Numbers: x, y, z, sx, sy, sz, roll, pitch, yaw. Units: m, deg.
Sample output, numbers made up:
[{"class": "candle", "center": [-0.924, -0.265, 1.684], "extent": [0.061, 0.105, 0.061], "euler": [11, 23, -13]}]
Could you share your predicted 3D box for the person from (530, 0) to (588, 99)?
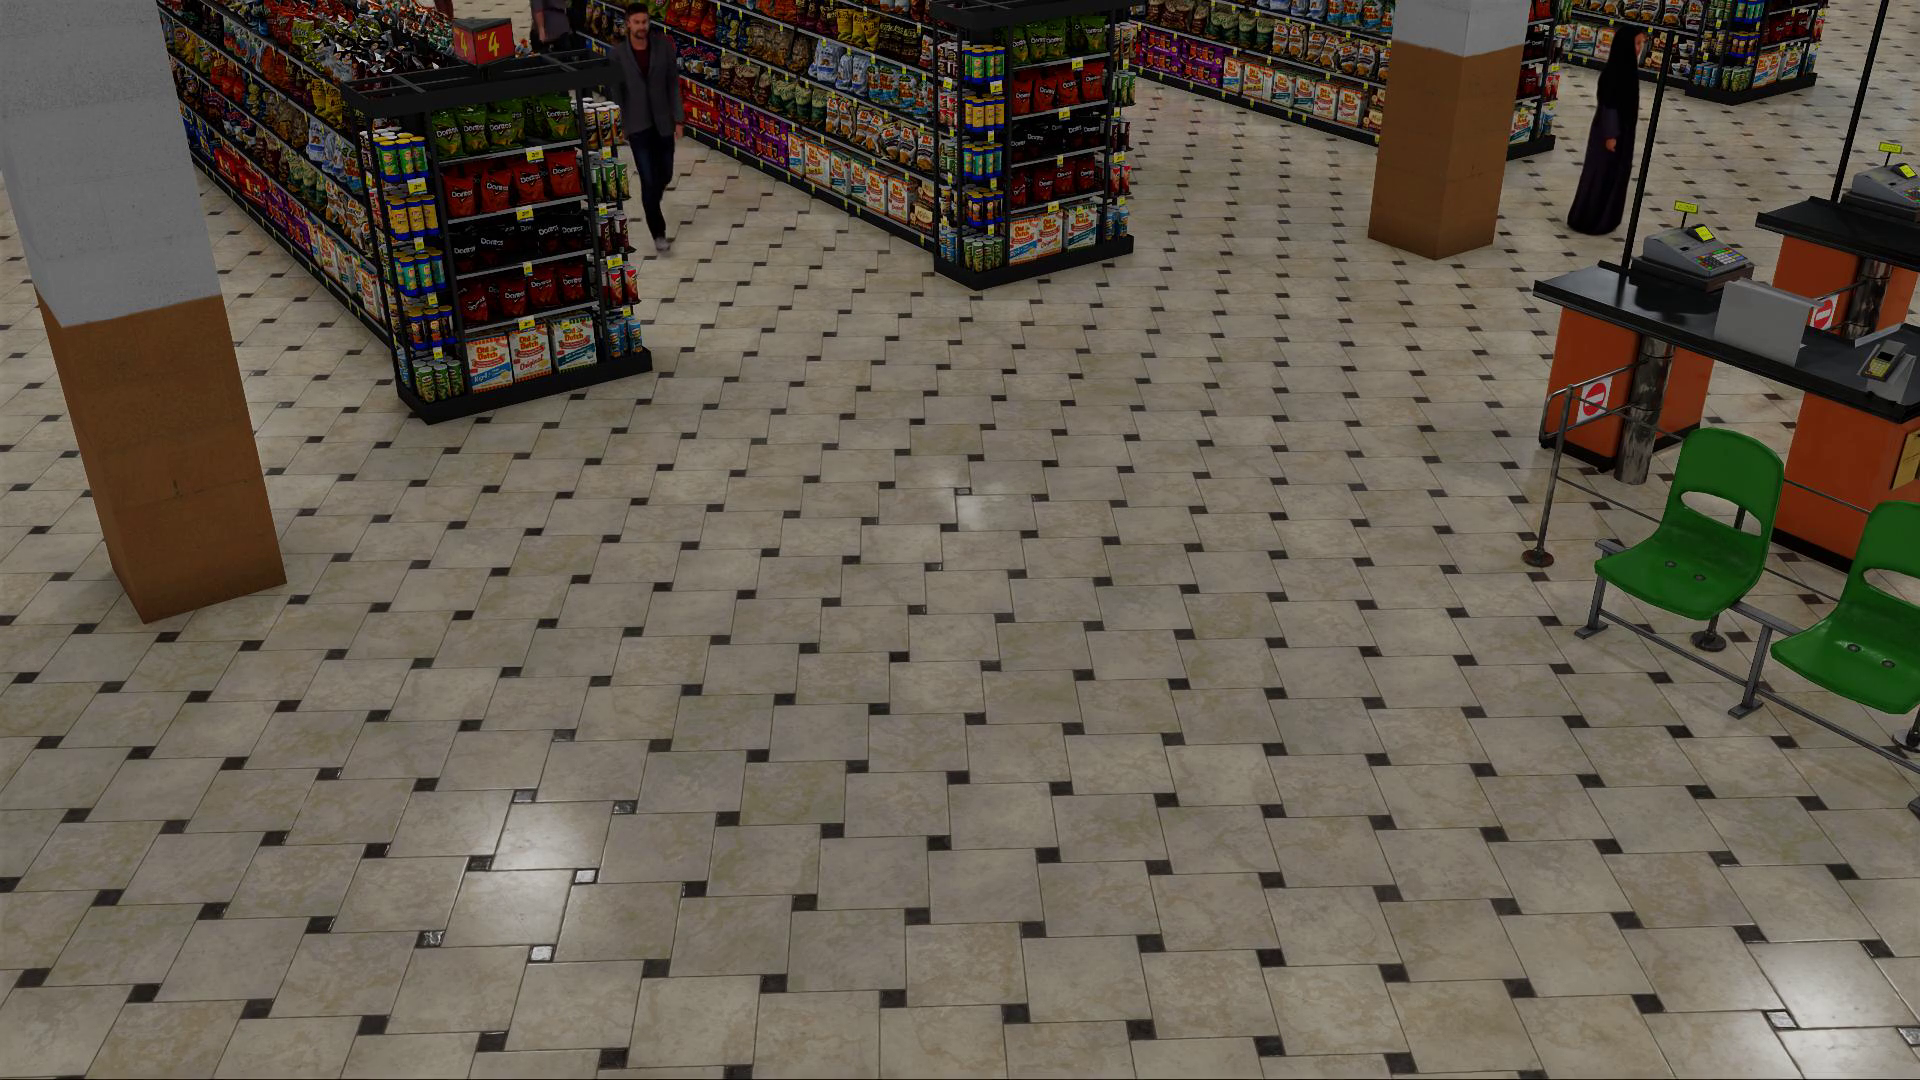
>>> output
[{"class": "person", "center": [-3.913, -4.965, 16.169], "extent": [1.260, 1.784, 1.064], "euler": [12, 31, 21]}]

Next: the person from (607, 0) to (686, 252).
[{"class": "person", "center": [-2.423, -3.226, 12.927], "extent": [0.880, 1.838, 1.261], "euler": [-11, 31, -20]}]

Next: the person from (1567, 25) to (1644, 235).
[{"class": "person", "center": [5.184, -3.271, 13.245], "extent": [0.664, 1.613, 0.674], "euler": [25, 37, 37]}]
